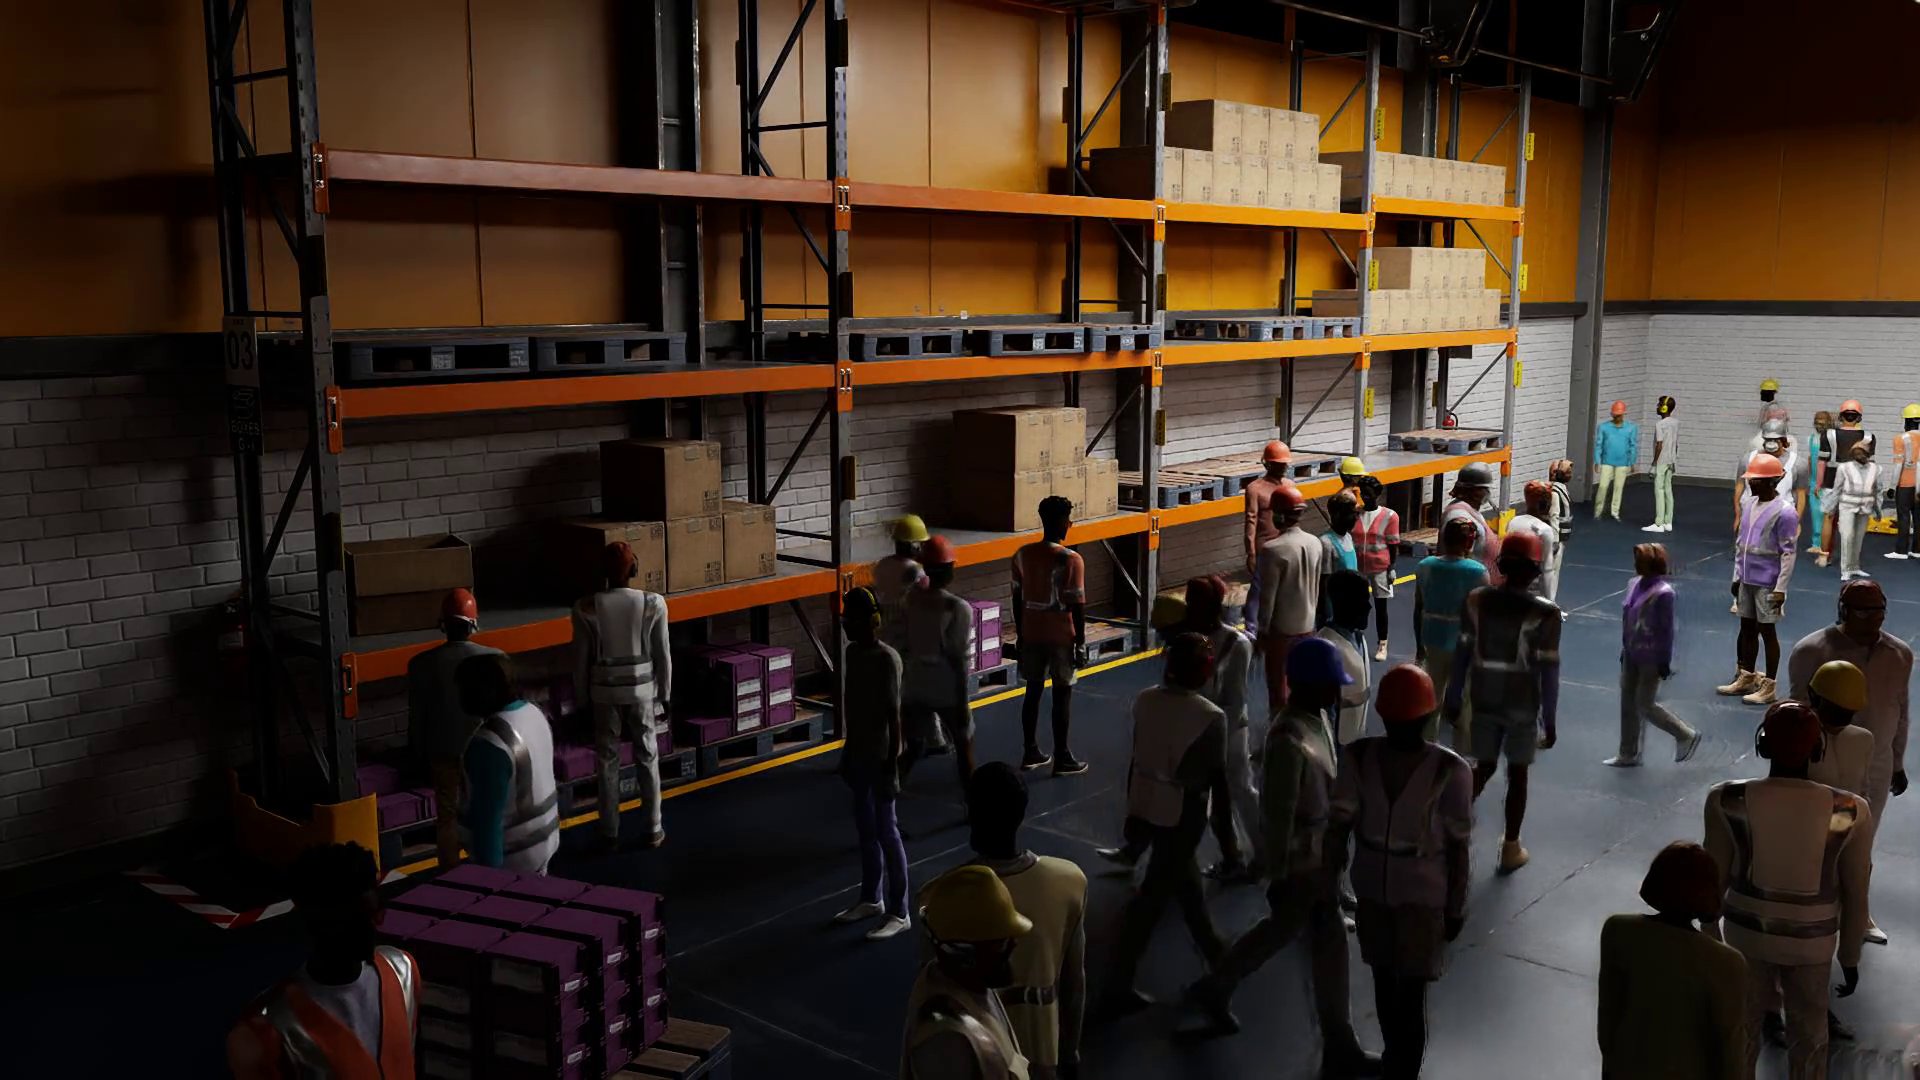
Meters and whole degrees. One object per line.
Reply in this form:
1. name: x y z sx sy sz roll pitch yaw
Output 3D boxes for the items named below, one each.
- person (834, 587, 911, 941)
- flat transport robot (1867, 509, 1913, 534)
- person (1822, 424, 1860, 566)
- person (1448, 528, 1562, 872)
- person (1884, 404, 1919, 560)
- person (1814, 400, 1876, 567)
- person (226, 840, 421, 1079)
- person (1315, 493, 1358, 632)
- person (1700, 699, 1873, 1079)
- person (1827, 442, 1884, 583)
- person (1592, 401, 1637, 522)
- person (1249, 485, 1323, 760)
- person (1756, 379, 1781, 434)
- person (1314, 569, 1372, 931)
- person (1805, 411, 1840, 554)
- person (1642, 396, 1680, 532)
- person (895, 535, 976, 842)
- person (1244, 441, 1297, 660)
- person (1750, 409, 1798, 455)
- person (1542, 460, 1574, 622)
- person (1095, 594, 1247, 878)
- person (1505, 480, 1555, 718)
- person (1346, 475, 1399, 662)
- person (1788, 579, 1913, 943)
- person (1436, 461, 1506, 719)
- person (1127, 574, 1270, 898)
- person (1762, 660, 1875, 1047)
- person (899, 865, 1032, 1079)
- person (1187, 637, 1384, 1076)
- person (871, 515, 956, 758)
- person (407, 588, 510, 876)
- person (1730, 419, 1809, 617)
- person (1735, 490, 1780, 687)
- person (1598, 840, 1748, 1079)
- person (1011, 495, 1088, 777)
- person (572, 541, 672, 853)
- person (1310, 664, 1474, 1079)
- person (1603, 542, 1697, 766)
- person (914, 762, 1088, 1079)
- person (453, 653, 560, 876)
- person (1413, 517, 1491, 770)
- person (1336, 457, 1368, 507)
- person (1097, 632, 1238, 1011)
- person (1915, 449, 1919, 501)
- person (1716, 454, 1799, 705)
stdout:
1. person: -0.467 1.156 8.722 0.328 1.861 0.506 -6 11 -34
2. flat transport robot: 12.970 -0.270 23.004 1.431 0.197 0.652 -8 12 -40
3. person: 10.663 -0.547 20.022 0.519 1.755 0.356 2 9 11
4. person: 3.102 0.944 9.577 0.652 2.014 0.701 8 12 43
5. person: 11.716 -0.712 20.531 0.591 1.926 0.387 -2 9 -13
6. person: 10.585 -0.665 19.929 0.608 2.029 0.407 3 9 18
7. person: -1.639 1.759 4.471 0.367 1.966 0.607 4 10 23
8. person: 2.842 0.557 12.615 0.327 1.843 0.516 6 10 33
9. person: 3.077 1.524 6.255 0.575 1.885 0.355 3 9 21
10. person: 10.305 -0.331 19.108 0.567 1.604 0.578 0 9 2
11. person: 9.374 -1.126 23.809 0.580 1.740 0.349 2 9 10
12. person: 2.328 0.598 11.877 0.612 1.994 0.385 -8 12 -40
13. person: 12.558 -1.539 25.931 0.399 1.924 0.623 3 9 18
14. person: 2.016 1.097 8.898 0.387 1.919 0.594 4 10 26
15. person: 10.994 -0.734 21.035 0.729 1.813 0.562 -6 10 -32
16. person: 9.646 -1.044 22.844 0.532 1.876 0.321 -6 11 -36
17. person: -0.153 0.908 10.271 0.555 1.876 0.966 6 10 32
18. person: 2.849 0.088 15.158 0.616 1.993 0.395 -6 11 -33
19. person: 10.007 -0.685 20.547 0.911 1.875 0.651 -2 9 -14
20. person: 6.047 0.000 16.865 0.306 1.640 0.523 4 10 25
21. person: 1.237 1.123 9.465 0.892 1.674 0.540 0 9 -1
22. person: 4.481 0.460 13.156 0.365 1.875 0.576 -1 9 -9
23. person: 3.703 0.254 15.070 0.536 1.693 0.319 5 10 31
24. person: 4.614 1.145 8.625 0.643 1.909 0.410 0 9 -3
25. person: 4.021 0.385 13.094 0.536 2.000 0.688 2 9 14
26. person: 1.419 1.087 9.280 1.031 1.831 0.569 -6 11 -34
27. person: 3.868 1.396 7.483 0.523 1.760 0.325 -2 9 -12
28. person: 0.025 1.796 4.656 0.404 1.835 0.586 0 9 2
29. person: 1.452 1.345 7.314 0.897 1.910 0.603 3 9 19
30. person: -0.436 0.716 11.763 0.891 1.803 0.587 -9 12 -44
31. person: -2.739 1.135 9.177 0.564 1.751 0.342 -2 9 -14
32. person: 8.275 -0.227 17.040 0.676 2.000 0.536 5 10 32
33. person: 6.802 0.392 14.151 0.315 1.696 0.540 3 9 17
34. person: 2.314 1.778 5.446 0.269 1.628 0.501 -7 11 -38
35. person: 0.635 0.659 11.566 0.614 1.963 0.361 8 12 41
36. person: -2.028 0.940 10.013 0.584 1.883 0.337 -2 9 -15
37. person: 1.692 1.453 6.645 0.560 1.912 0.829 6 11 35
38. person: 4.859 0.814 11.671 0.526 1.626 0.518 -1 9 -4
39. person: 0.132 1.653 5.308 0.590 1.919 0.396 -4 10 -23
40. person: -1.990 1.390 7.317 0.438 1.819 0.663 1 9 7
41. person: 3.343 0.757 11.347 0.394 1.838 0.563 -8 12 -41
42. person: 3.701 0.087 15.900 0.330 1.769 0.526 1 9 4
43. person: 1.047 1.328 7.854 0.954 1.779 0.604 -5 10 -29
44. person: 11.830 -0.638 20.072 0.553 1.923 0.518 7 11 38
45. person: 6.485 0.318 13.524 0.380 2.040 0.615 -2 9 -11
